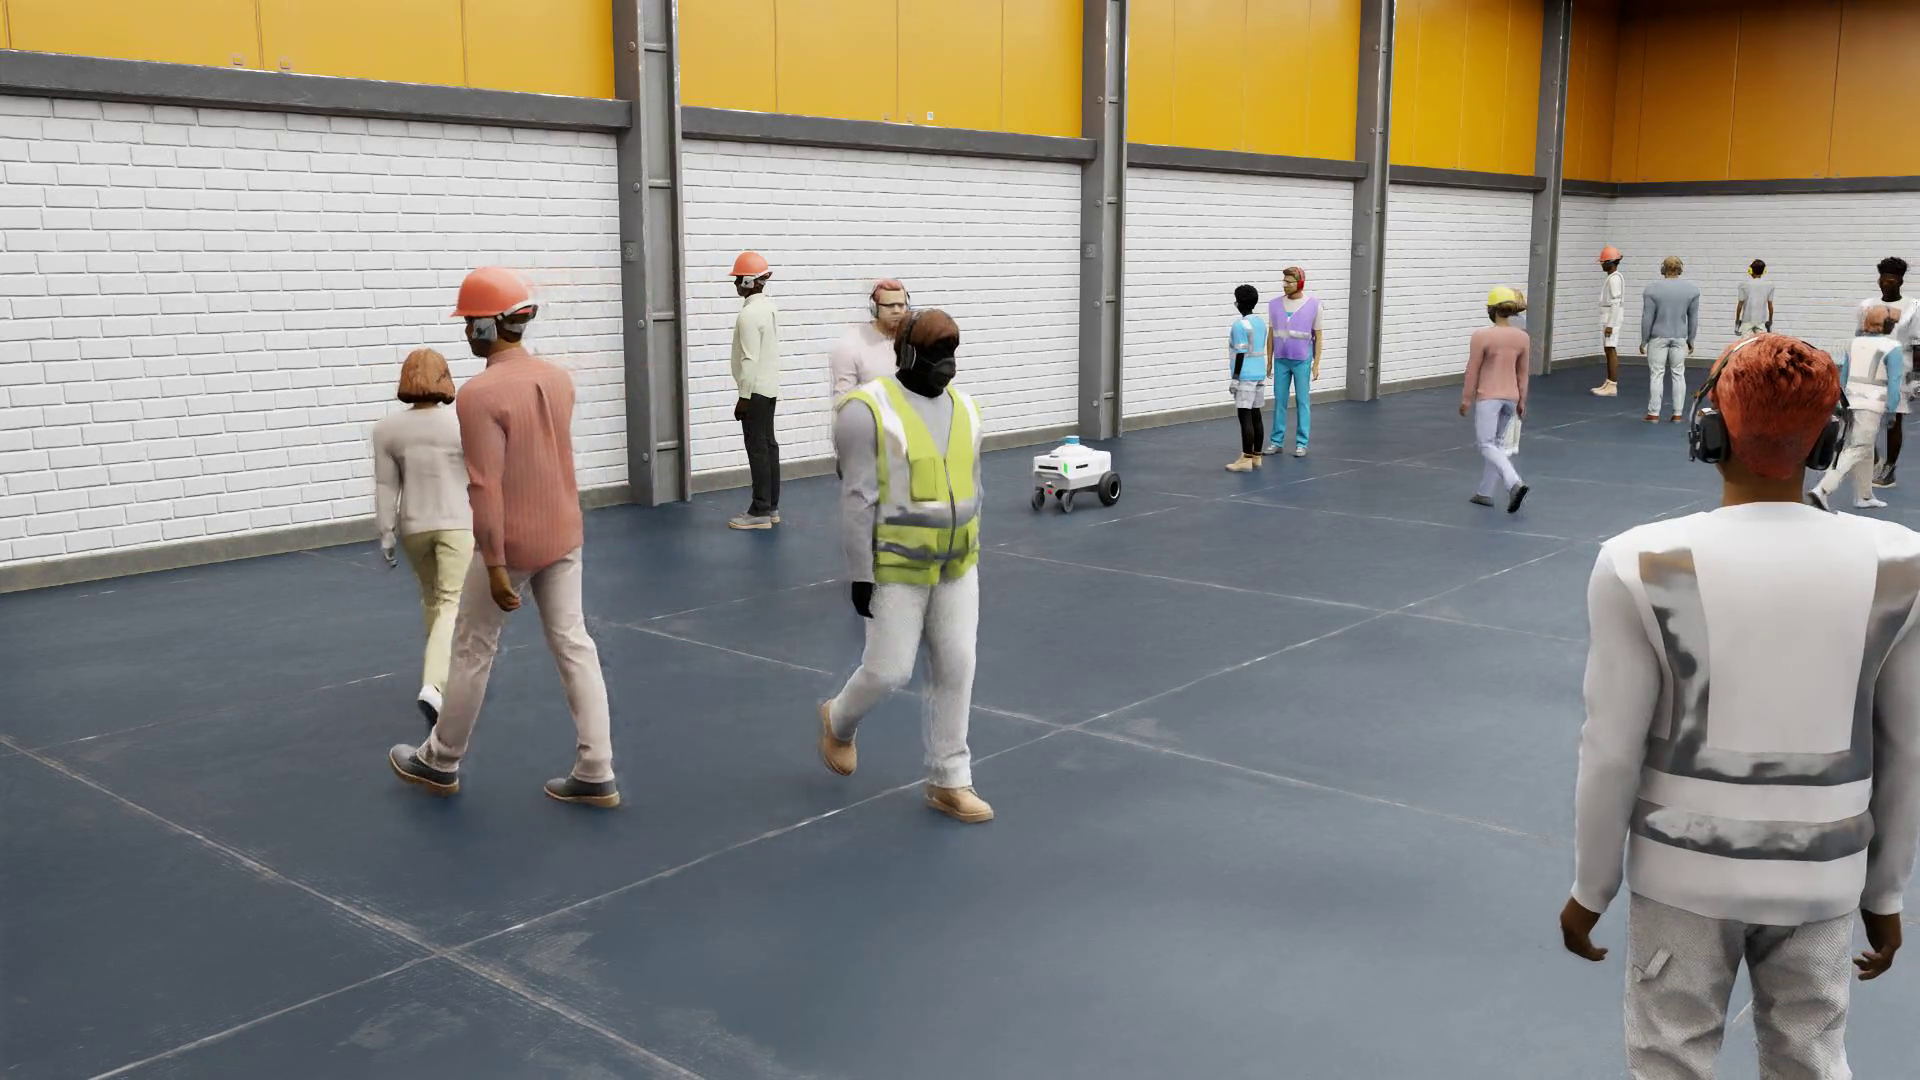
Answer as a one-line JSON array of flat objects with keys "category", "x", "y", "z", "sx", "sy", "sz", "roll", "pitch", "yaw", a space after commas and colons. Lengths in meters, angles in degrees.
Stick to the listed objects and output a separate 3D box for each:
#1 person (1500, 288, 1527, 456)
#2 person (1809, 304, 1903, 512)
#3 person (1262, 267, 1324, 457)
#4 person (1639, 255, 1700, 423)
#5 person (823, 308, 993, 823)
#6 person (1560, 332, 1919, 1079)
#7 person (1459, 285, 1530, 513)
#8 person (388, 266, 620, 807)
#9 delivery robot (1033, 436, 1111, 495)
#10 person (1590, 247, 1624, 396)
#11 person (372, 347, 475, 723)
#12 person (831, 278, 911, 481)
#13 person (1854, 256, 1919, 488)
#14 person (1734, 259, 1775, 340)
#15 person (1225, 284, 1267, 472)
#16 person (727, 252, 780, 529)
[{"category": "person", "x": 5.361, "y": -1.639, "z": 16.267, "sx": 0.286, "sy": 1.636, "sz": 0.500, "roll": 7, "pitch": 12, "yaw": 36}, {"category": "person", "x": 6.875, "y": -1.004, "z": 12.751, "sx": 0.763, "sy": 1.602, "sz": 0.524, "roll": -2, "pitch": 10, "yaw": -13}, {"category": "person", "x": 3.249, "y": -1.725, "z": 16.172, "sx": 0.564, "sy": 1.841, "sz": 0.395, "roll": 7, "pitch": 12, "yaw": 34}, {"category": "person", "x": 8.182, "y": -2.310, "z": 19.225, "sx": 0.635, "sy": 1.936, "sz": 0.354, "roll": 1, "pitch": 10, "yaw": 5}, {"category": "person", "x": -0.188, "y": 0.075, "z": 5.974, "sx": 0.626, "sy": 1.820, "sz": 0.711, "roll": -7, "pitch": 12, "yaw": -36}, {"category": "person", "x": 1.339, "y": 0.591, "z": 2.866, "sx": 0.572, "sy": 1.883, "sz": 0.353, "roll": 1, "pitch": 10, "yaw": 6}, {"category": "person", "x": 4.169, "y": -1.082, "z": 12.788, "sx": 0.521, "sy": 1.743, "sz": 0.762, "roll": -4, "pitch": 11, "yaw": -21}, {"category": "person", "x": -1.677, "y": -0.003, "z": 6.056, "sx": 0.986, "sy": 1.949, "sz": 0.619, "roll": 5, "pitch": 11, "yaw": 27}, {"category": "delivery robot", "x": 0.874, "y": -0.569, "z": 12.973, "sx": 0.477, "sy": 0.478, "sz": 0.707, "roll": 7, "pitch": 12, "yaw": 35}, {"category": "person", "x": 8.893, "y": -2.992, "z": 22.819, "sx": 0.395, "sy": 2.040, "sz": 0.609, "roll": 3, "pitch": 11, "yaw": 19}, {"category": "person", "x": -2.297, "y": -0.035, "z": 7.237, "sx": 0.494, "sy": 1.599, "sz": 0.832, "roll": 1, "pitch": 10, "yaw": 3}, {"category": "person", "x": -0.427, "y": -0.551, "z": 9.436, "sx": 0.657, "sy": 1.865, "sz": 0.979, "roll": -4, "pitch": 11, "yaw": -20}, {"category": "person", "x": 7.802, "y": -1.402, "z": 14.017, "sx": 0.414, "sy": 1.950, "sz": 0.623, "roll": -8, "pitch": 13, "yaw": -37}, {"category": "person", "x": 11.556, "y": -3.143, "z": 24.192, "sx": 0.509, "sy": 1.864, "sz": 0.331, "roll": 2, "pitch": 10, "yaw": 12}, {"category": "person", "x": 2.606, "y": -1.469, "z": 15.114, "sx": 0.321, "sy": 1.699, "sz": 0.536, "roll": 7, "pitch": 12, "yaw": 34}, {"category": "person", "x": -1.484, "y": -1.078, "z": 12.052, "sx": 0.376, "sy": 1.995, "sz": 0.612, "roll": 2, "pitch": 10, "yaw": 9}]
